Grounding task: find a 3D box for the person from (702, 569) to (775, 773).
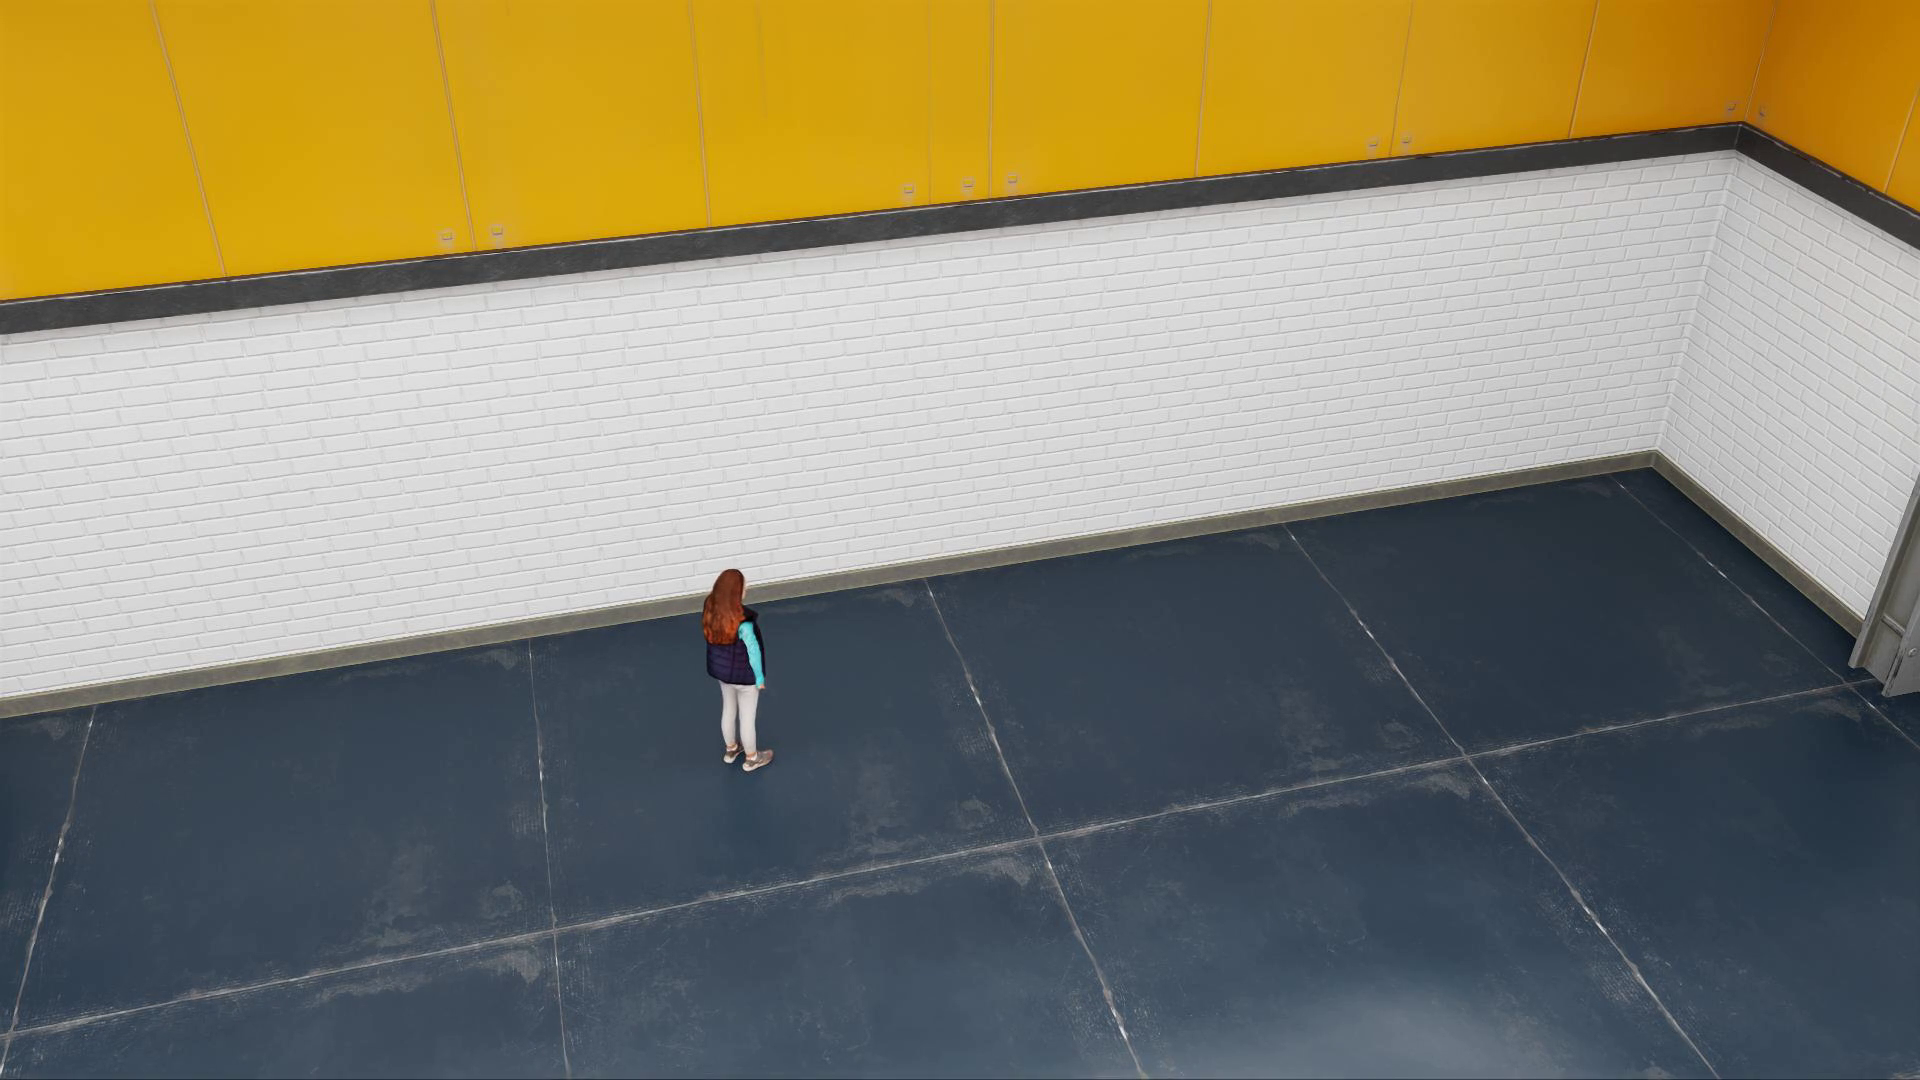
[{"bbox_3d":[-1.443,0.835,10.701,0.677,1.501,0.747,23,40,30],"label":"person"}]
